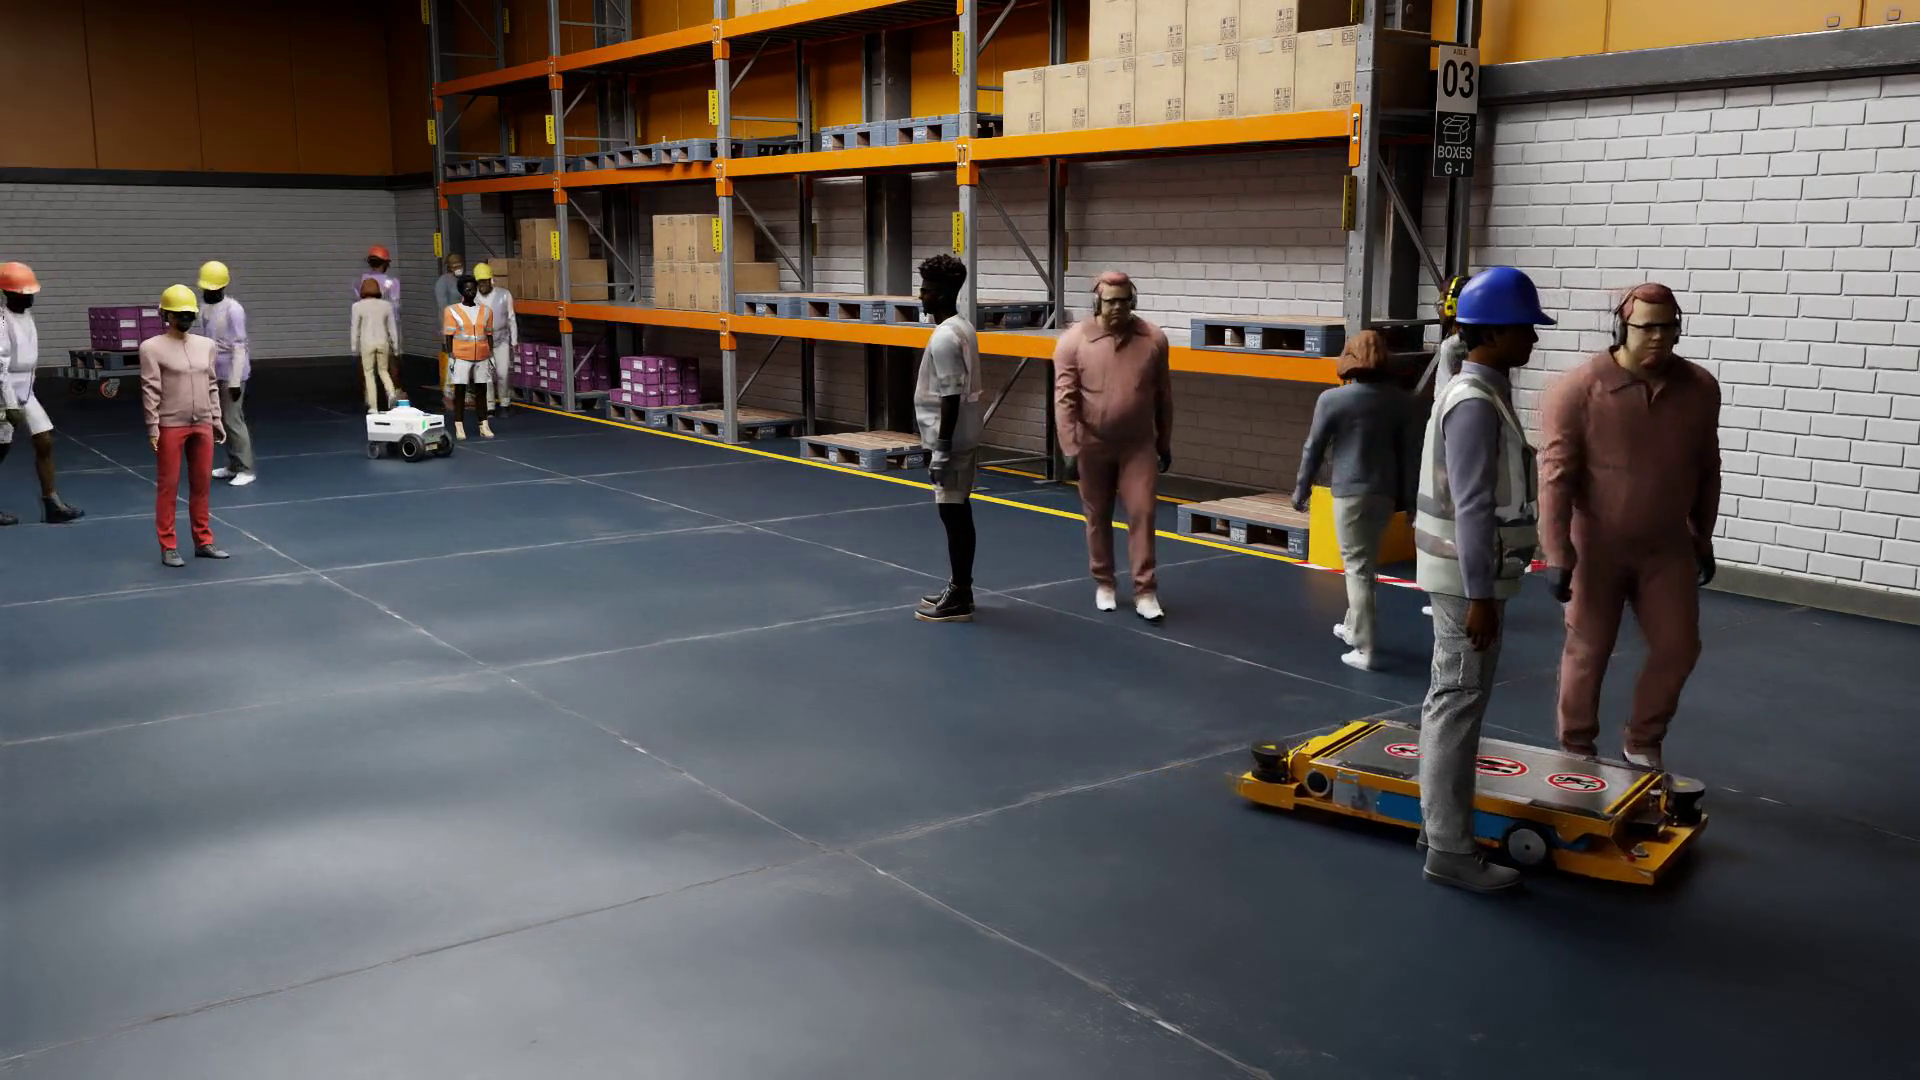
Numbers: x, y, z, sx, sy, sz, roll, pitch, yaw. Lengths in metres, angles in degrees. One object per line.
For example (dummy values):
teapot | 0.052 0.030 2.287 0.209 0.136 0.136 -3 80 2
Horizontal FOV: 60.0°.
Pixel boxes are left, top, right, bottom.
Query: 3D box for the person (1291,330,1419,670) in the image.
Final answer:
person | 1.912 -0.211 8.105 0.518 1.600 0.761 -3 11 -16

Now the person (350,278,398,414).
person | -6.934 -2.294 19.717 0.520 1.617 0.389 -8 13 -38

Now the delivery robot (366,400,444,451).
delivery robot | -5.204 -1.072 15.595 0.707 0.478 0.477 4 11 21

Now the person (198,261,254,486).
person | -6.136 -1.381 13.884 0.677 1.877 0.498 8 13 39

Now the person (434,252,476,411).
person | -6.074 -2.504 20.082 0.388 1.918 0.731 4 11 21

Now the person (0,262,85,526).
person | -6.710 -1.023 11.838 0.887 1.881 0.561 0 10 2

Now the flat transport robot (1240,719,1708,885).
flat transport robot | 1.771 0.866 5.798 1.431 0.197 0.652 8 13 37

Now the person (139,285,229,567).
person | -4.881 -0.720 10.501 0.329 1.765 0.533 6 12 30

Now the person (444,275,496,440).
person | -5.058 -1.884 17.200 0.532 1.699 0.318 -7 12 -36

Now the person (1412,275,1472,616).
person | 2.634 -0.478 8.884 0.402 1.852 0.547 9 13 41

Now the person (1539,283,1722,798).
person | 2.421 0.026 5.995 0.722 1.882 0.538 -1 10 -3

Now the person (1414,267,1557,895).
person | 1.637 0.120 5.276 0.389 1.949 0.603 3 10 14

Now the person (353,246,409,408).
person | -7.216 -2.649 20.676 0.625 1.991 1.049 0 10 2

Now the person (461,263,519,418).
person | -5.408 -2.282 19.142 0.610 1.799 0.534 -2 10 -10

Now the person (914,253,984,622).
person | -0.062 -0.541 8.928 0.373 1.966 0.607 2 10 9

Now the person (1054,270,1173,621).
person | 0.837 -0.493 8.910 0.670 1.868 0.850 0 10 -3
